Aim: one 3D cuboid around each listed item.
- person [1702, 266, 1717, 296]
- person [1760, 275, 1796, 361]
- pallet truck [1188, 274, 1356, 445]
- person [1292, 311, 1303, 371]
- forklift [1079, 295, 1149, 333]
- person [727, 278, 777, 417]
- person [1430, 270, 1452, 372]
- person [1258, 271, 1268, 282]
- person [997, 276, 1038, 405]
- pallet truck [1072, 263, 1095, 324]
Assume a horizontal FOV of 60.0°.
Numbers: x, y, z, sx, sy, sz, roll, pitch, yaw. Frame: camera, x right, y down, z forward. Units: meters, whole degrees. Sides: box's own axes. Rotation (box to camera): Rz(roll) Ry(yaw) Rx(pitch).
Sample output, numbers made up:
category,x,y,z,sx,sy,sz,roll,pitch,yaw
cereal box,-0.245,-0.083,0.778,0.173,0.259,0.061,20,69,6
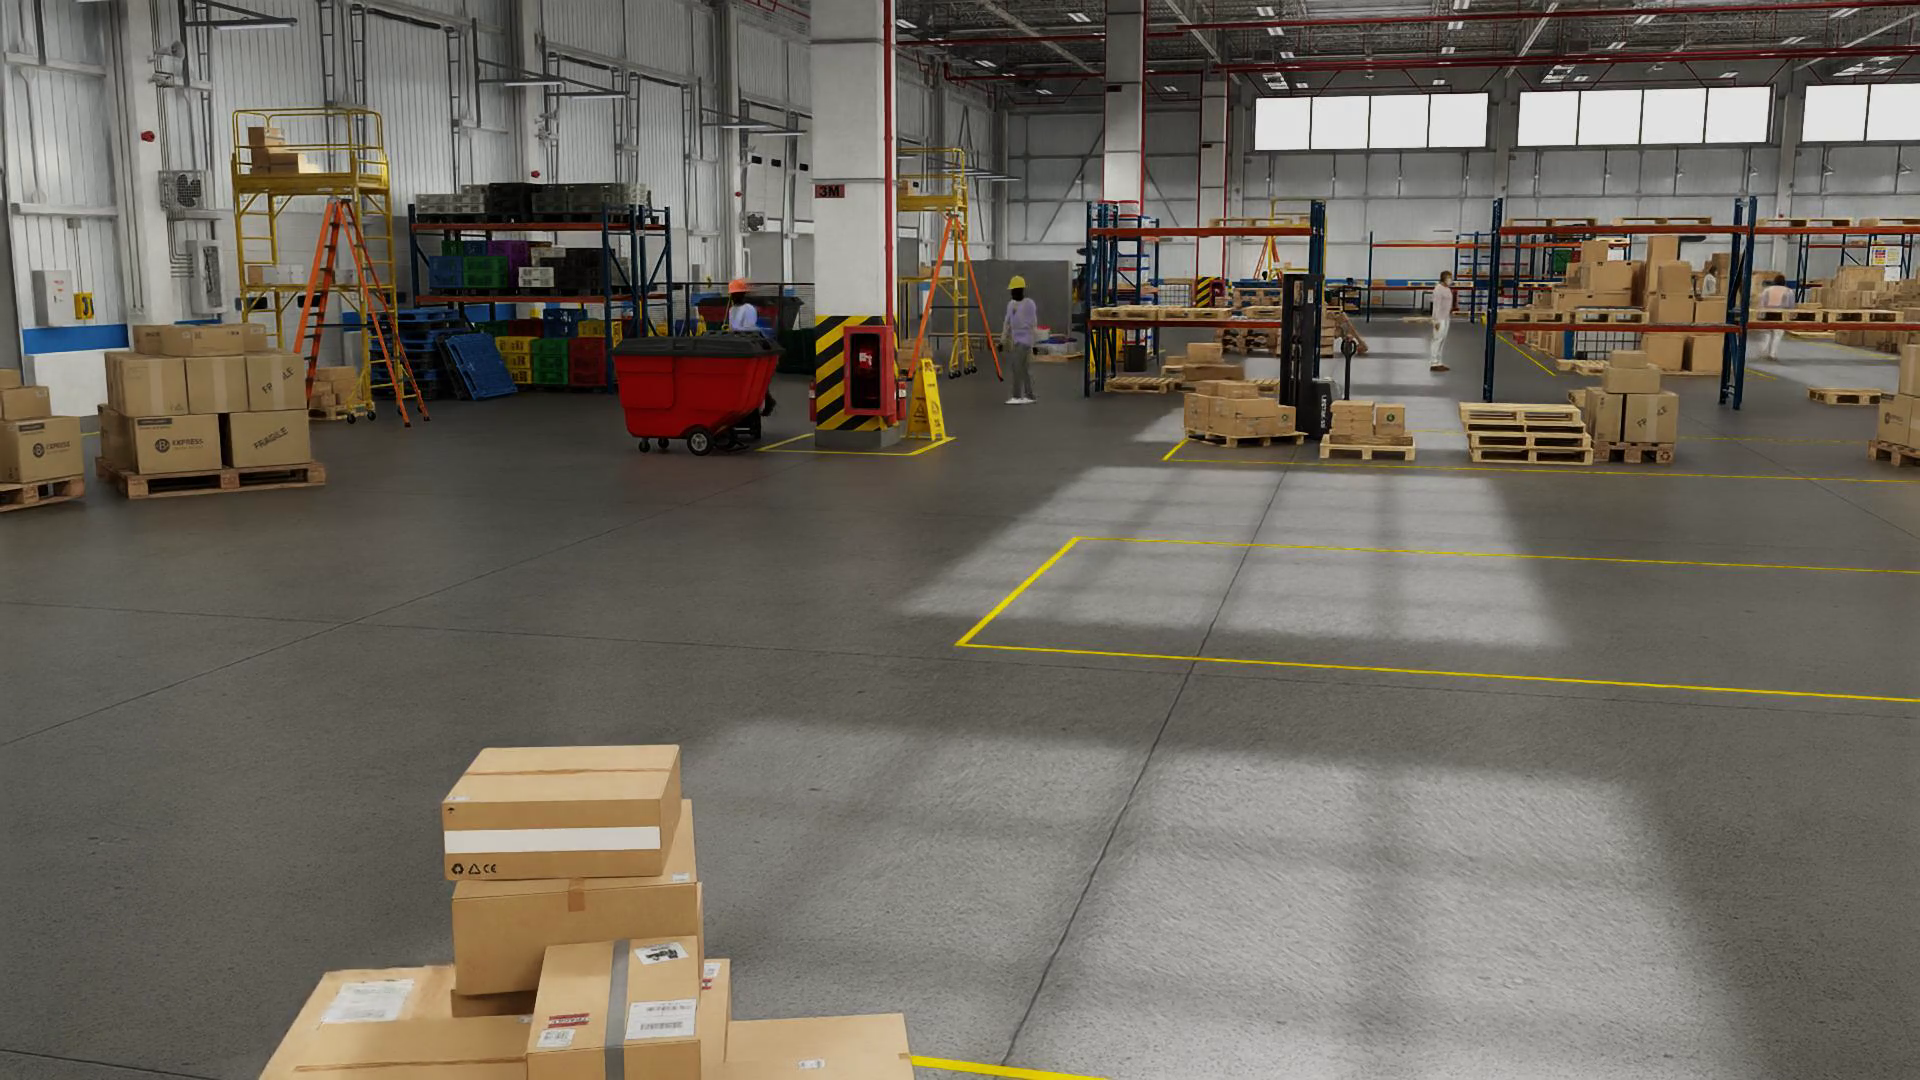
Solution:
category,x,y,z,sx,sy,sz,roll,pitch,yaw
person,22.863,-7.398,50.783,0.394,1.930,0.631,2,10,11
person,17.288,-4.681,35.144,0.638,1.797,0.936,9,13,42
pallet truck,3.653,-2.138,19.590,1.885,1.965,0.823,-4,10,-20
person,6.611,-4.099,31.915,0.335,1.734,0.487,6,12,33
forklift,4.408,-7.276,47.242,1.873,2.768,1.129,2,10,14
person,-2.881,-2.576,22.462,0.555,1.910,0.885,9,13,41
person,9.234,-4.195,31.877,0.362,1.936,0.631,7,12,34
person,10.877,-8.758,59.451,0.536,1.697,0.318,-6,11,-30
person,0.828,-2.936,24.586,0.764,1.897,0.600,-5,11,-29
pallet truck,4.325,-8.180,55.162,0.823,1.965,1.885,6,11,31
